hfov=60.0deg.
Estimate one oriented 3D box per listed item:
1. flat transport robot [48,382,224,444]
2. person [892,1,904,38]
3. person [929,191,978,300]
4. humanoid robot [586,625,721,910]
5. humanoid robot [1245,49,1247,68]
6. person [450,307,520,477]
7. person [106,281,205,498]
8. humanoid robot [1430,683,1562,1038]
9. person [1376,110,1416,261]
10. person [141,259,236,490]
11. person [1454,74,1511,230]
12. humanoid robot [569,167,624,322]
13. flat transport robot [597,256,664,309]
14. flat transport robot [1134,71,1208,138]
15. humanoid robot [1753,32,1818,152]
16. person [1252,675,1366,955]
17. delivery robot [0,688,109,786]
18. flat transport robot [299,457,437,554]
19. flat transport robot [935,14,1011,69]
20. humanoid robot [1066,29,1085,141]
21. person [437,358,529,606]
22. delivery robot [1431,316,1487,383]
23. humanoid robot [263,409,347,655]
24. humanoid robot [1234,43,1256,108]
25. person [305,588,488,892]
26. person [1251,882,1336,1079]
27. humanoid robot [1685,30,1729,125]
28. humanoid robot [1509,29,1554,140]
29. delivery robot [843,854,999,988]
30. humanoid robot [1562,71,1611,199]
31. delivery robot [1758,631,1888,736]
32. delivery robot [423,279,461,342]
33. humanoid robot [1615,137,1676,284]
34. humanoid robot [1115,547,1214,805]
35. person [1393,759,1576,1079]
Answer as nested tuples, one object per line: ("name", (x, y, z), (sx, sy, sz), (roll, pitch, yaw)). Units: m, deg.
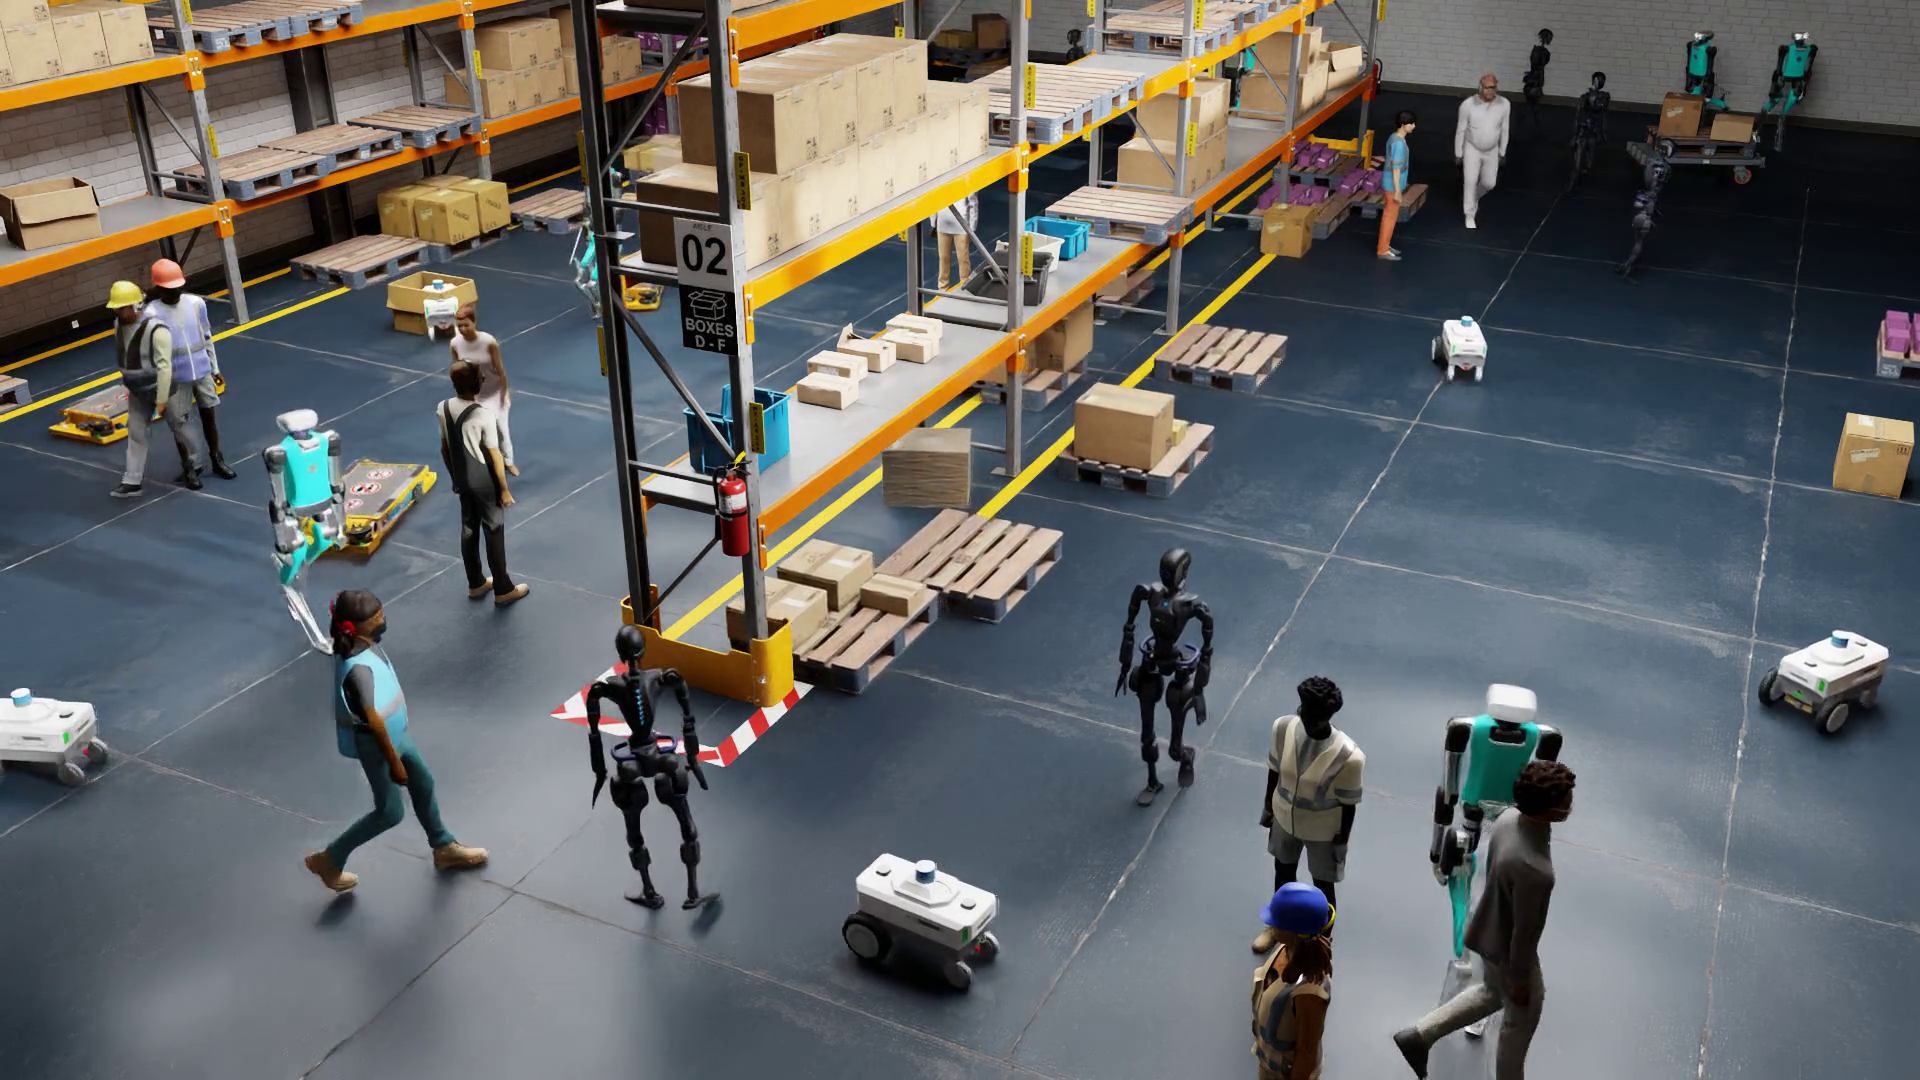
("flat transport robot", (-7.568, -1.253, 15.309), (0.659, 0.231, 1.431), (10, 28, 20))
("person", (-1.021, -9.557, 30.327), (0.503, 1.829, 0.366), (-24, 35, -39))
("person", (-0.076, -3.403, 17.972), (0.562, 1.755, 0.320), (11, 28, 21))
("humanoid robot", (-1.626, 1.233, 8.710), (0.609, 1.645, 0.478), (-8, 28, -16))
("humanoid robot", (4.578, -6.690, 24.675), (0.915, 1.782, 0.574), (-12, 29, -23))
("person", (-3.925, -1.206, 13.704), (0.448, 1.604, 0.620), (-4, 27, -8))
("person", (-6.646, -1.198, 13.471), (0.605, 1.789, 0.889), (12, 29, 22))
("humanoid robot", (2.520, 1.624, 7.879), (0.543, 1.805, 0.781), (2, 26, 5))
("person", (5.105, -4.158, 19.501), (0.328, 1.759, 0.502), (4, 27, 9))
("person", (-6.344, -1.368, 13.665), (0.365, 1.933, 0.552), (23, 35, 38))
("person", (6.503, -4.879, 20.802), (0.658, 1.890, 0.625), (0, 26, 0))
("humanoid robot", (-3.856, -3.155, 17.471), (0.530, 1.763, 0.703), (16, 30, 29))
("flat transport robot", (-3.634, -2.868, 18.572), (0.659, 0.231, 1.431), (-1, 26, -2))
("flat transport robot", (3.413, -6.216, 25.335), (1.431, 0.231, 0.659), (7, 27, 13))
("humanoid robot", (12.144, -6.659, 24.614), (0.554, 1.804, 0.953), (2, 26, 4))
("person", (1.739, 1.412, 8.320), (0.533, 1.692, 0.320), (23, 34, 38))
("delivery robot", (-5.629, 1.170, 10.072), (0.769, 0.577, 0.499), (2, 26, 5))
("flat transport robot", (-4.781, -0.282, 13.348), (0.659, 0.231, 1.431), (2, 26, 5))
("flat transport robot", (0.282, -8.743, 30.438), (1.431, 0.231, 0.659), (21, 33, 36))
("humanoid robot", (1.717, -6.859, 25.100), (0.770, 1.626, 0.612), (6, 27, 13))
("person", (-3.418, -0.409, 11.828), (0.517, 1.843, 0.331), (13, 29, 24))
("delivery robot", (4.925, -1.902, 16.280), (0.499, 0.579, 0.753), (4, 27, 7))
("humanoid robot", (-4.574, -0.105, 11.397), (0.899, 1.821, 0.566), (21, 33, 36))
("humanoid robot", (4.184, -6.474, 24.223), (0.530, 1.793, 0.783), (13, 29, 25))
("person", (-3.100, 1.081, 8.825), (0.865, 1.838, 0.519), (-6, 27, -11))
("person", (1.317, 2.122, 6.790), (0.305, 1.778, 0.462), (-1, 26, -3))
("humanoid robot", (11.173, -6.674, 24.660), (0.990, 1.761, 0.551), (-9, 28, -18))
("humanoid robot", (8.708, -6.868, 25.098), (0.738, 1.623, 0.608), (1, 26, 2))
("delivery robot", (-0.175, 1.914, 8.572), (0.757, 0.580, 0.499), (15, 30, 28))
("humanoid robot", (8.360, -5.414, 22.170), (0.613, 1.638, 0.496), (-11, 28, -21))
("delivery robot", (5.585, 0.879, 10.697), (0.805, 0.609, 0.499), (-14, 30, -27))
("delivery robot", (-5.406, -2.417, 17.344), (0.499, 0.600, 0.802), (-8, 27, -16))
("humanoid robot", (7.708, -3.719, 18.700), (0.379, 1.642, 0.603), (11, 28, 21))
("humanoid robot", (1.203, 0.766, 9.640), (0.586, 1.643, 0.445), (14, 30, 27))
("person", (2.401, 1.776, 7.388), (0.651, 1.879, 0.536), (1, 26, 1))
